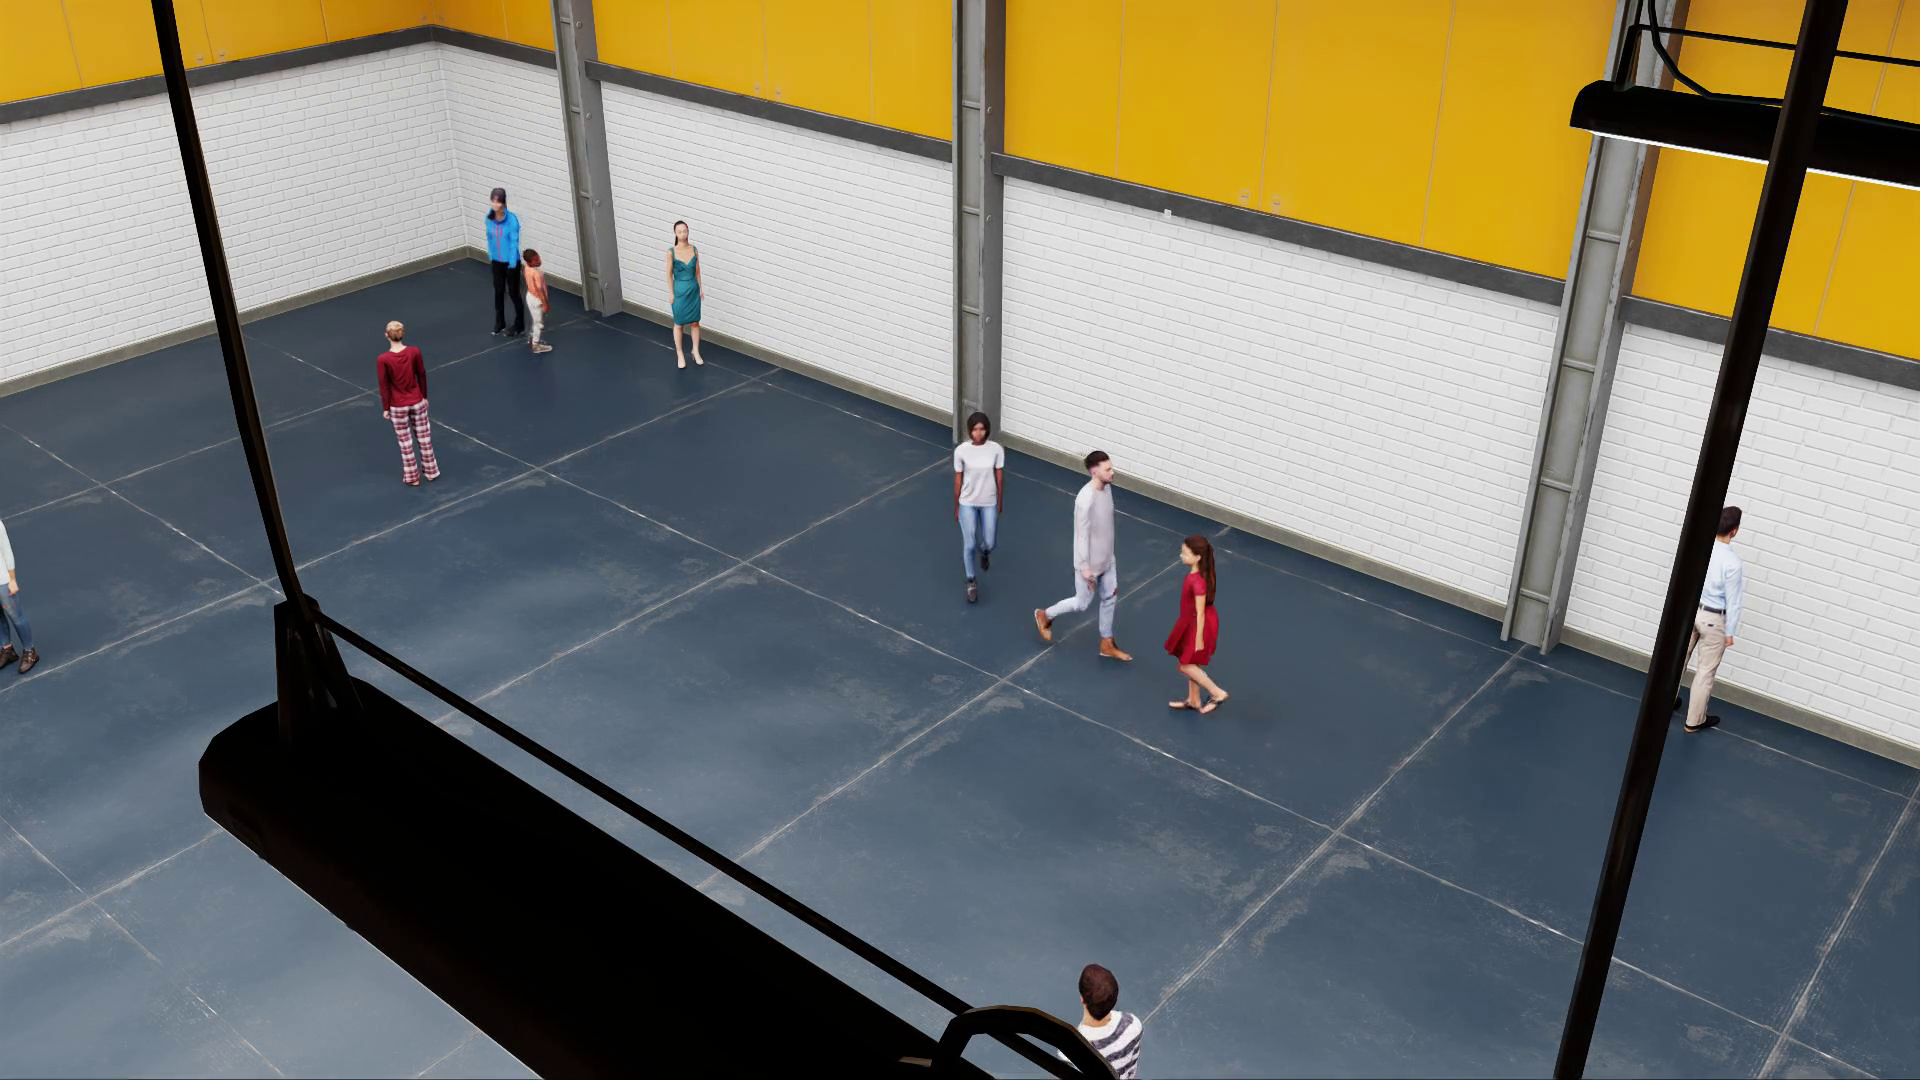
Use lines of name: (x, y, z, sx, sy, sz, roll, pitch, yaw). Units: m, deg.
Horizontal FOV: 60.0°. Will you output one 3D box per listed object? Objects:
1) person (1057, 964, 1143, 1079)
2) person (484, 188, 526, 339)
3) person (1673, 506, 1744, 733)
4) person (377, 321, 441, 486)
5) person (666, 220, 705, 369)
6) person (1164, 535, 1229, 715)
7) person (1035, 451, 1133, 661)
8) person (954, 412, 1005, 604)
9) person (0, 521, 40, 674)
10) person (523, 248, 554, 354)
person: (0.697, 2.891, 8.202, 0.798, 1.838, 0.864, -14, 31, -23)
person: (-5.292, -3.277, 19.556, 0.636, 1.795, 0.778, 14, 32, 25)
person: (5.564, 0.581, 12.427, 0.764, 1.848, 0.630, -19, 34, -31)
person: (-5.357, -1.337, 16.100, 0.651, 1.698, 0.565, -21, 35, -33)
person: (-3.093, -2.771, 18.743, 0.619, 1.685, 0.609, -13, 31, -23)
person: (1.877, 0.651, 12.621, 0.845, 1.539, 0.749, 4, 29, 6)
person: (1.001, 0.120, 13.301, 1.120, 1.819, 0.779, 16, 32, 27)
person: (0.146, -0.327, 14.239, 0.853, 1.707, 0.909, -2, 29, -3)
person: (-7.674, 0.286, 13.180, 0.609, 1.645, 0.705, 3, 29, 5)
person: (-4.894, -2.767, 19.152, 0.700, 1.285, 0.574, -20, 34, -32)
